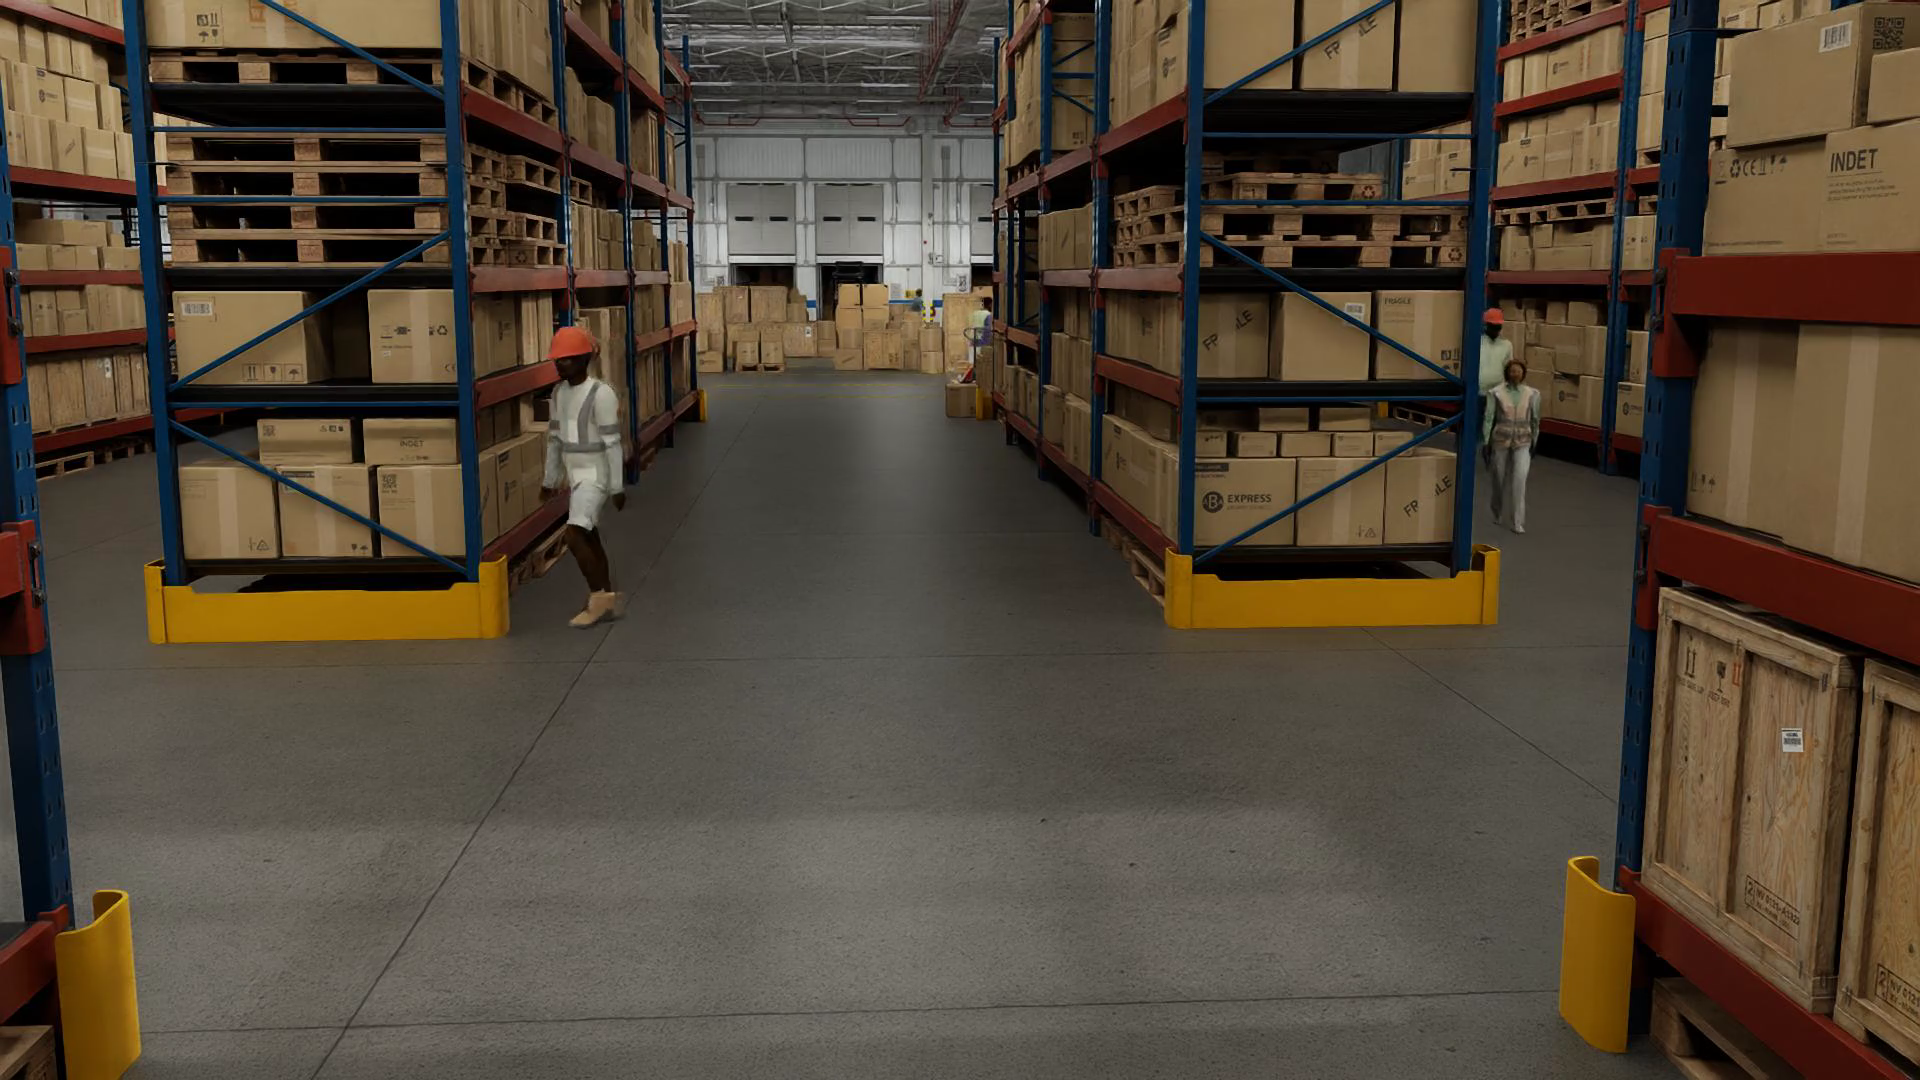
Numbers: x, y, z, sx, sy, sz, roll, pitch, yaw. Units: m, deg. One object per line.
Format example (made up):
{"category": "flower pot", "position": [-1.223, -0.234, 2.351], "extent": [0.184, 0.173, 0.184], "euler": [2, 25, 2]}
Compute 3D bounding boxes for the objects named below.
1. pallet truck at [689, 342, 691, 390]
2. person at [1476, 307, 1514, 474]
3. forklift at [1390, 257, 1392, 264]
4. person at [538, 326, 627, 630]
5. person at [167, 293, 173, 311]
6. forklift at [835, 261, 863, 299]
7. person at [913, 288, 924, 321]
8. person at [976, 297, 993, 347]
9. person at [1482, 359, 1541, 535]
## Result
{"category": "pallet truck", "position": [-5.225, -3.008, 27.480], "extent": [1.885, 1.965, 0.823], "euler": [2, 9, 14]}
{"category": "person", "position": [6.288, -1.790, 19.896], "extent": [0.629, 1.978, 0.618], "euler": [0, 9, 0]}
{"category": "forklift", "position": [10.511, -5.744, 41.895], "extent": [1.129, 2.768, 1.873], "euler": [-7, 12, -39]}
{"category": "person", "position": [-2.498, -0.396, 11.012], "extent": [0.629, 2.022, 0.609], "euler": [-8, 12, -40]}
{"category": "person", "position": [-29.659, -8.600, 62.648], "extent": [0.406, 1.987, 0.622], "euler": [-3, 10, -19]}
{"category": "forklift", "position": [-3.739, -8.045, 56.345], "extent": [1.129, 2.768, 1.873], "euler": [0, 9, 0]}
{"category": "person", "position": [-1.394, -7.375, 55.112], "extent": [0.571, 1.928, 0.648], "euler": [-2, 9, -12]}
{"category": "person", "position": [0.657, -4.354, 36.295], "extent": [0.913, 1.877, 0.607], "euler": [-4, 10, -22]}
{"category": "person", "position": [5.106, -0.887, 15.454], "extent": [0.522, 1.602, 0.879], "euler": [2, 9, 10]}
